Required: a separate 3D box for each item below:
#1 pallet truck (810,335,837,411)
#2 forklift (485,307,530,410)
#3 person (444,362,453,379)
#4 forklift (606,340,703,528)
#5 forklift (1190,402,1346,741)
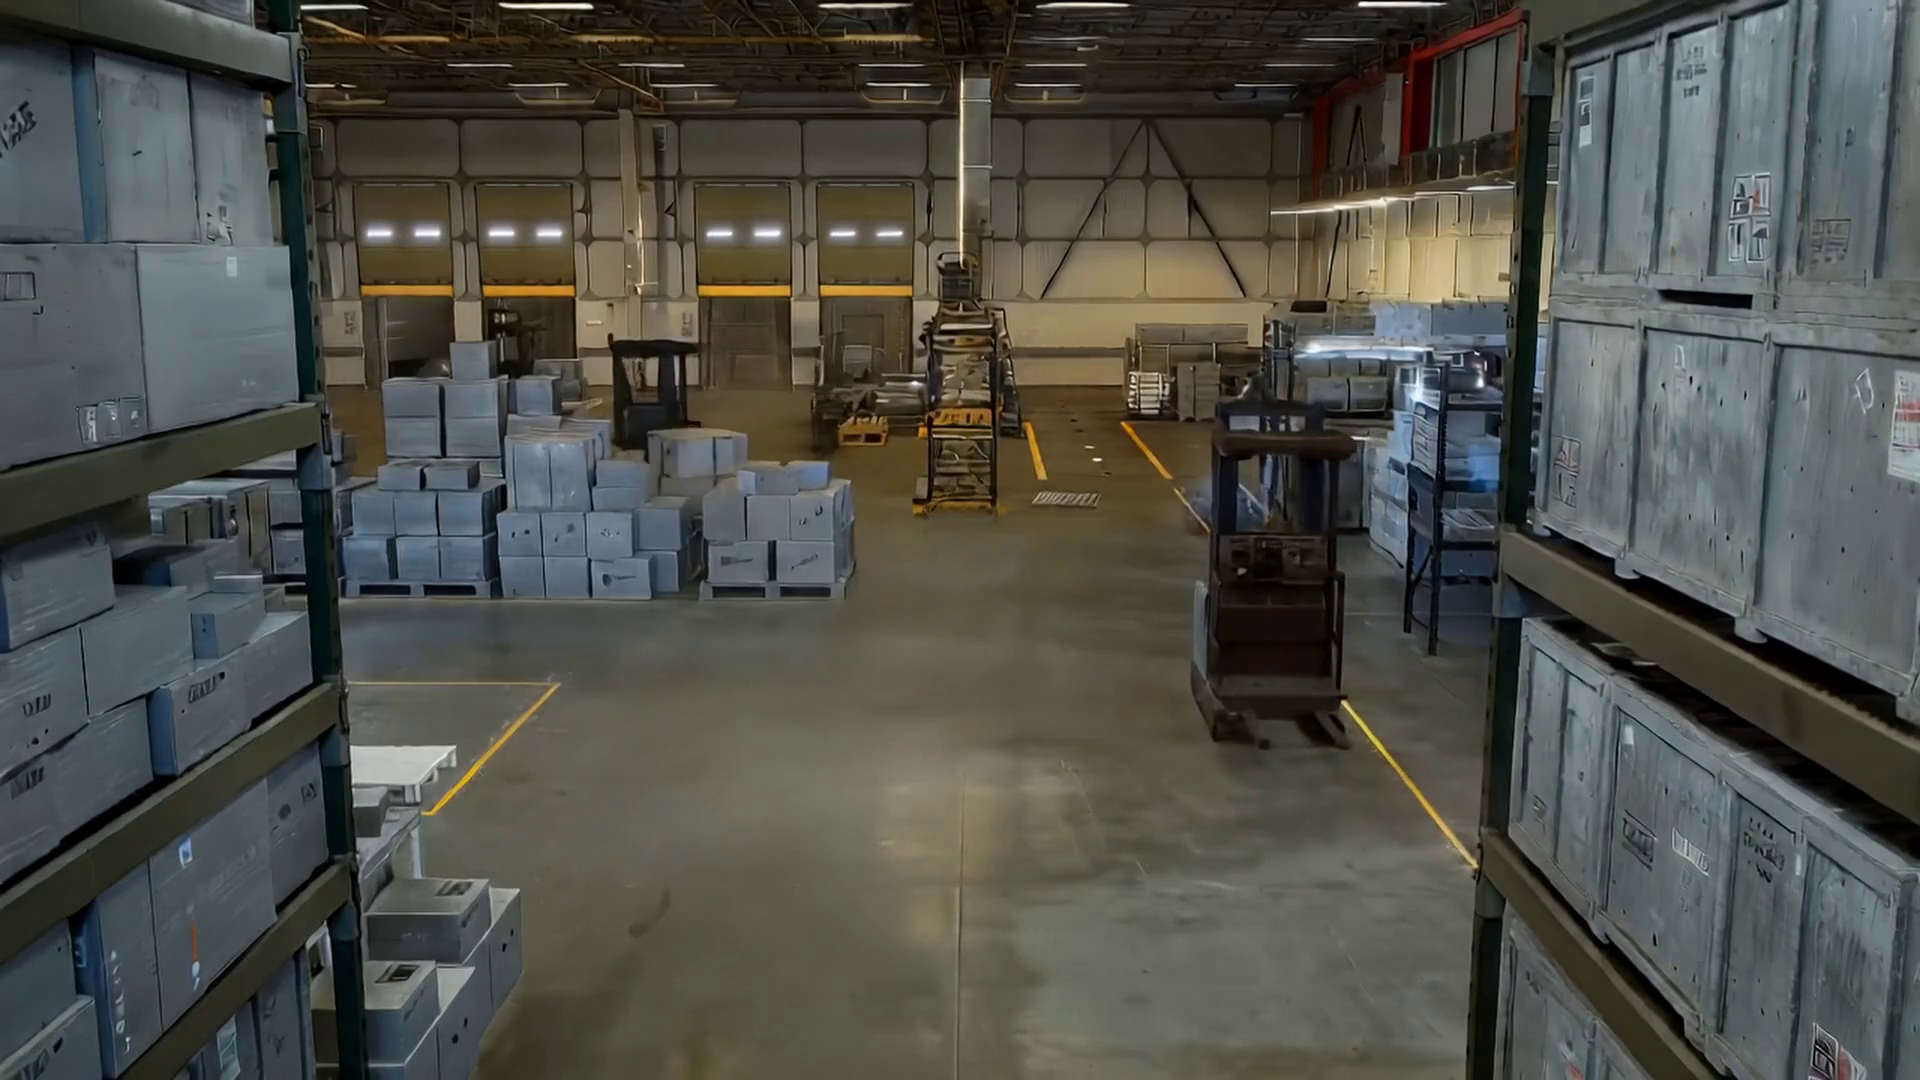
[{"bbox_3d":[-3.021,-4.312,43.126,1.885,1.965,0.823,3,10,17],"label":"pallet truck"},{"bbox_3d":[-10.754,-4.150,39.646,1.129,2.768,1.873,0,10,1],"label":"forklift"},{"bbox_3d":[-11.359,-3.164,37.430,0.693,1.670,0.548,4,11,24],"label":"person"},{"bbox_3d":[-4.729,-1.598,24.923,1.129,2.768,1.873,-6,12,-33],"label":"forklift"},{"bbox_3d":[2.698,0.176,14.688,1.129,2.768,1.873,0,10,1],"label":"forklift"}]
